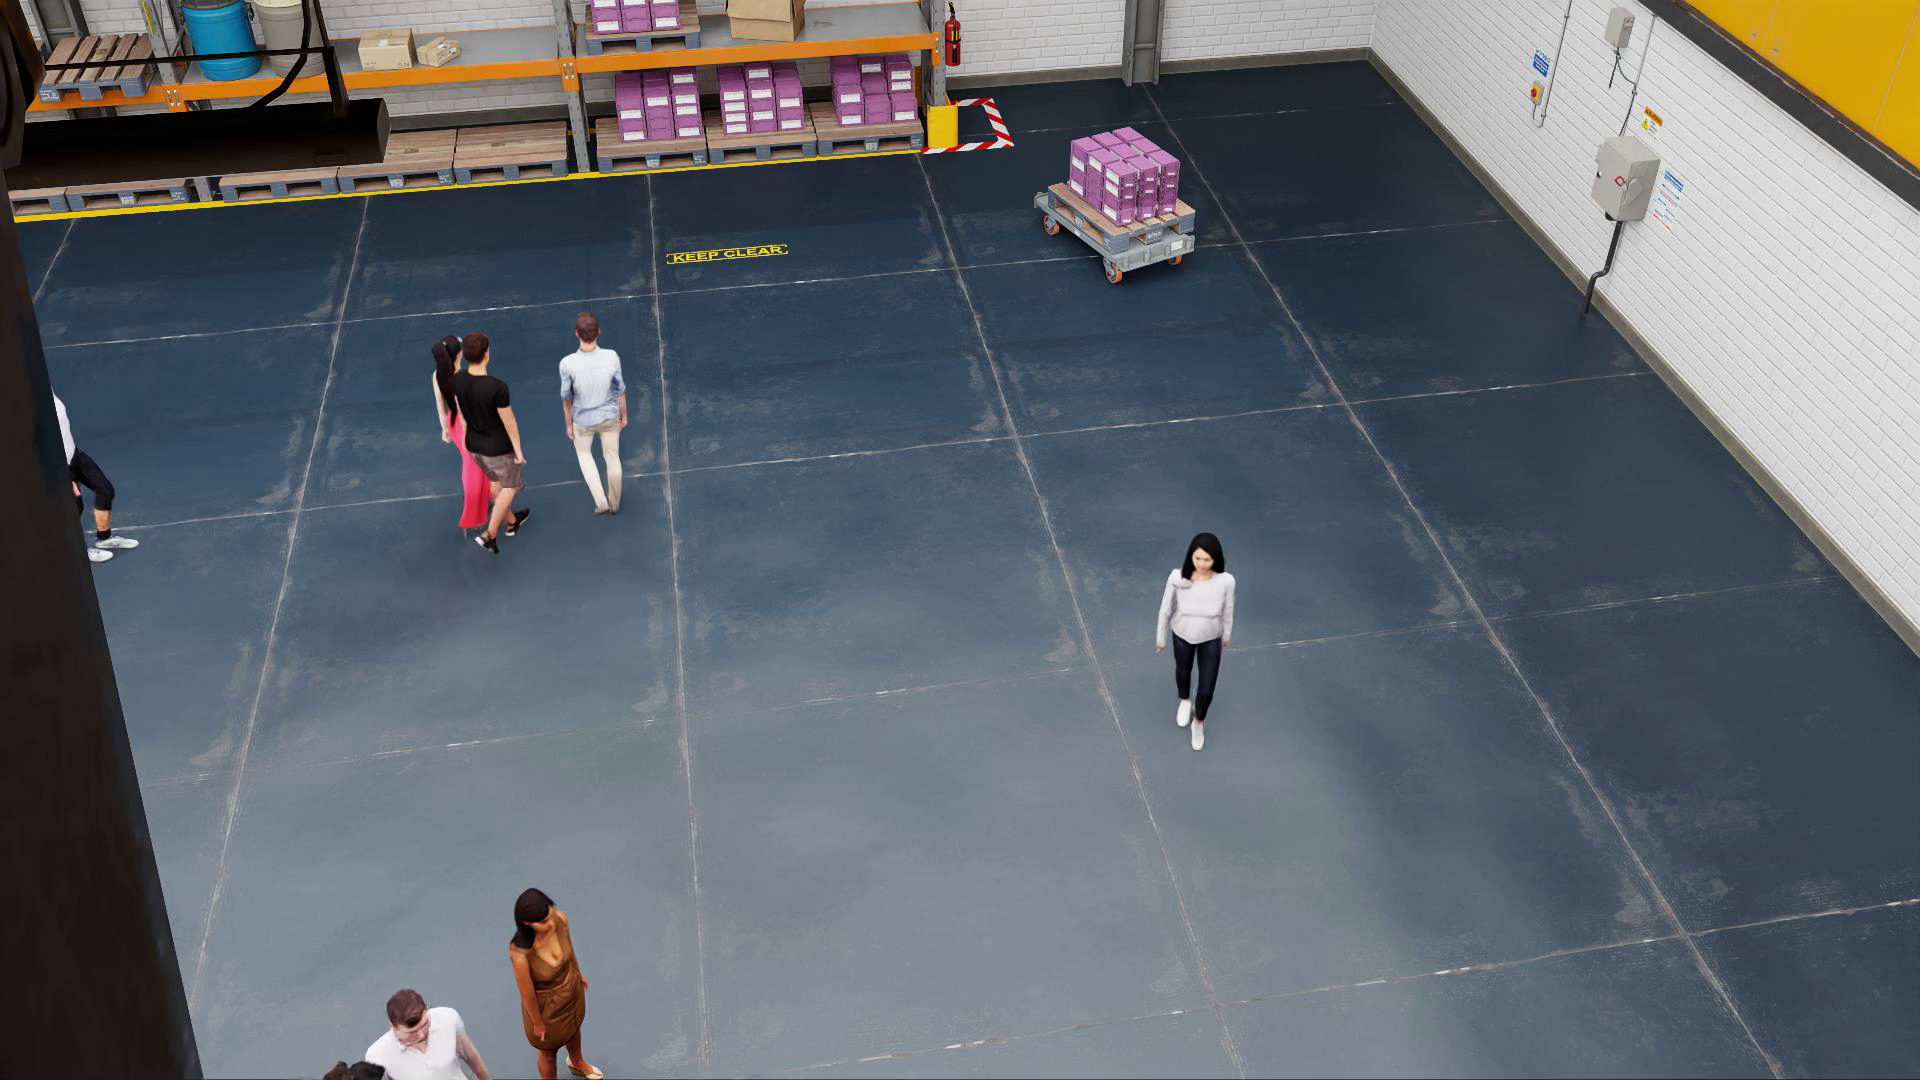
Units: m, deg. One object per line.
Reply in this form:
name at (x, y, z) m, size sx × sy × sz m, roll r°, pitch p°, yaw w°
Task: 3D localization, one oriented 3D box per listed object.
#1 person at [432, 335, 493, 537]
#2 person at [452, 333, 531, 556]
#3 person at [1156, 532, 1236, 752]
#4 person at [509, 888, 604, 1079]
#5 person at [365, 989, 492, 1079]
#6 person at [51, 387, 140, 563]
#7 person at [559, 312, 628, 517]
person at (-3.868, -0.766, 12.916) m, size 1.076 × 1.690 × 1.067 m, roll 18°, pitch 42°, yaw 21°
person at (-3.637, -0.685, 12.700) m, size 1.069 × 1.834 × 1.058 m, roll 16°, pitch 41°, yaw 19°
person at (1.606, 0.585, 11.230) m, size 0.769 × 1.685 × 0.832 m, roll 7°, pitch 39°, yaw 8°
person at (-2.176, 2.449, 8.894) m, size 0.674 × 1.687 × 0.639 m, roll 17°, pitch 42°, yaw 20°
person at (-2.659, 2.802, 8.330) m, size 0.876 × 1.840 × 0.785 m, roll 32°, pitch 48°, yaw 33°
person at (-6.882, -0.582, 12.570) m, size 0.740 × 1.835 × 0.739 m, roll -2°, pitch 39°, yaw -2°
person at (-2.823, -0.900, 12.966) m, size 0.747 × 1.839 × 0.772 m, roll -12°, pitch 40°, yaw -15°
